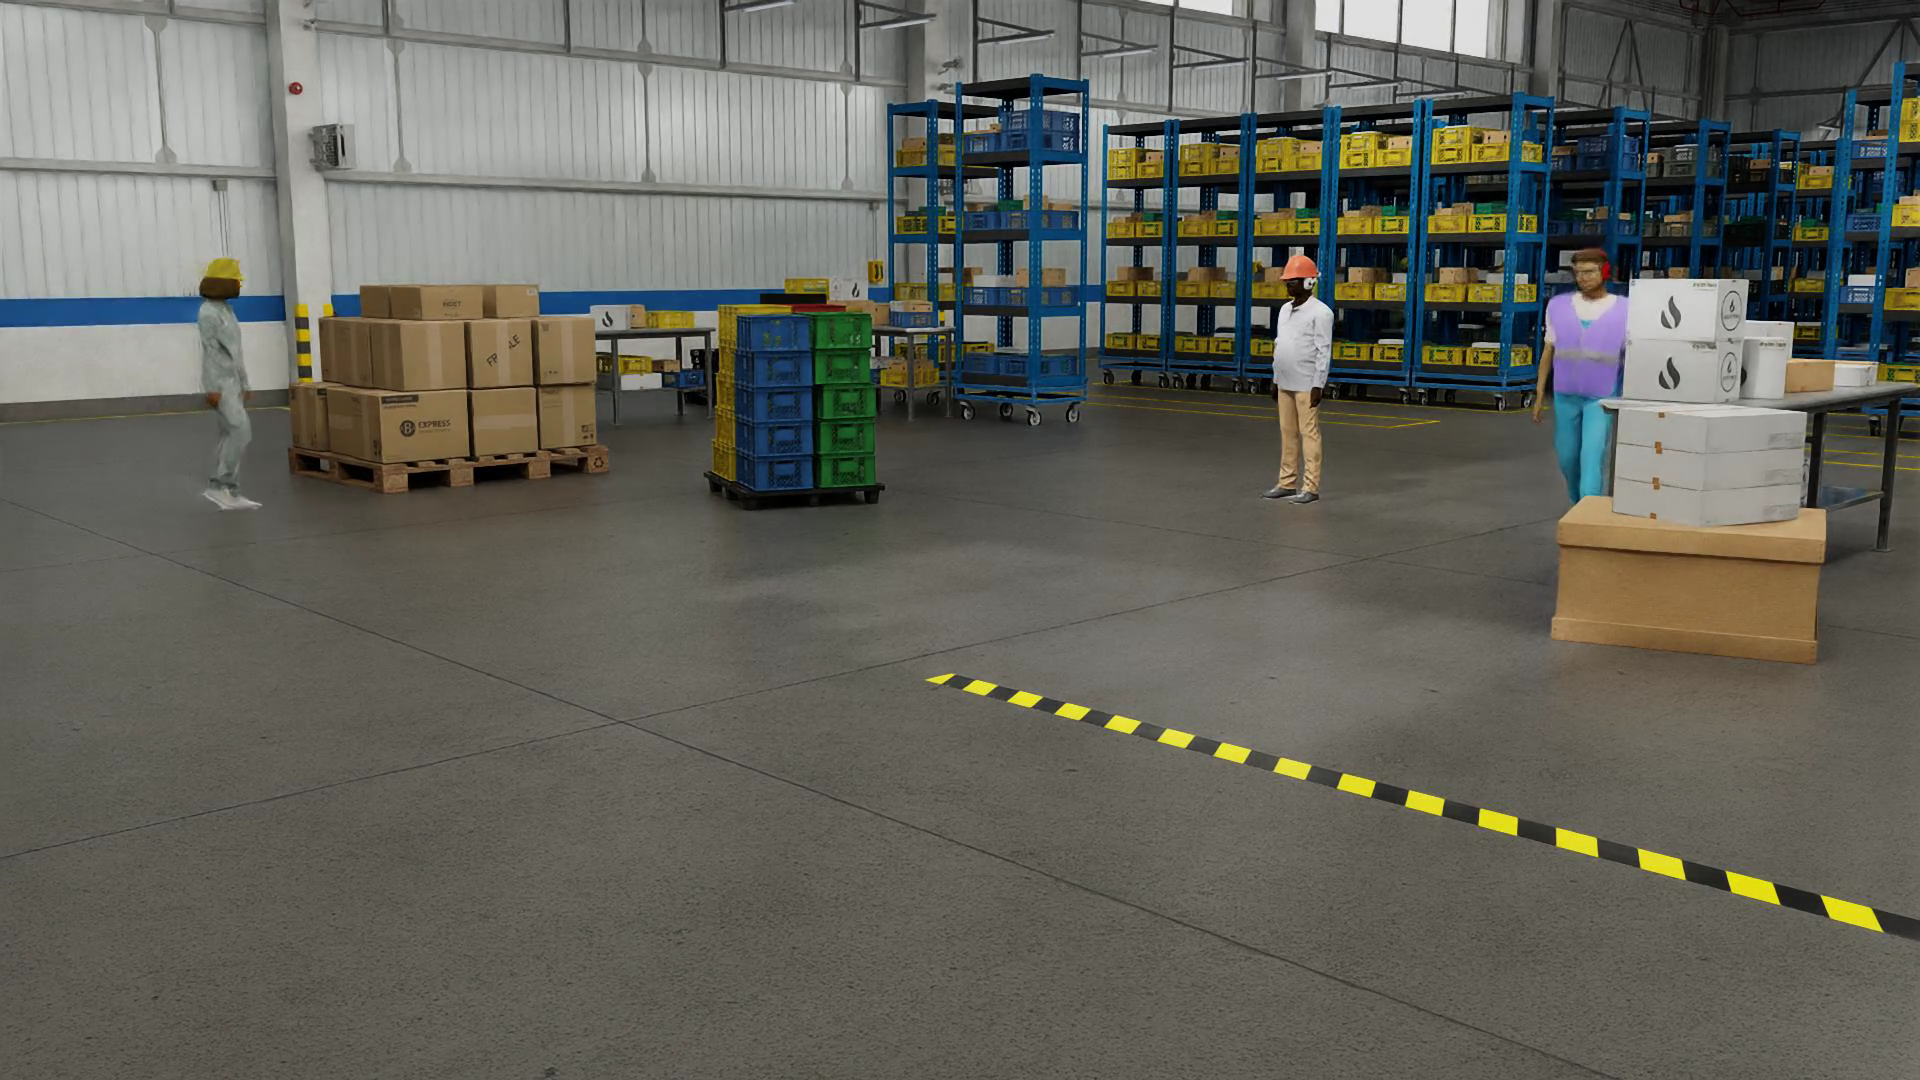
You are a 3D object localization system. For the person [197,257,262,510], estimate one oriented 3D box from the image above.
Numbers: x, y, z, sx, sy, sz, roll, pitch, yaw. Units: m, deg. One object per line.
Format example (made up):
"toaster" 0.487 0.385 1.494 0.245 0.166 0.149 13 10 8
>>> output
"person" -4.986 -1.054 11.361 0.340 1.728 0.513 -1 10 -8

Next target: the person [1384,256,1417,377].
"person" 6.689 -3.297 24.687 0.598 1.796 0.870 -9 13 -42

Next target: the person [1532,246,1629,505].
"person" 3.805 -0.870 10.085 0.572 1.812 0.874 8 12 38

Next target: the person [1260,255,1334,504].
"person" 2.394 -1.134 11.811 0.330 1.751 0.563 -5 11 -27
